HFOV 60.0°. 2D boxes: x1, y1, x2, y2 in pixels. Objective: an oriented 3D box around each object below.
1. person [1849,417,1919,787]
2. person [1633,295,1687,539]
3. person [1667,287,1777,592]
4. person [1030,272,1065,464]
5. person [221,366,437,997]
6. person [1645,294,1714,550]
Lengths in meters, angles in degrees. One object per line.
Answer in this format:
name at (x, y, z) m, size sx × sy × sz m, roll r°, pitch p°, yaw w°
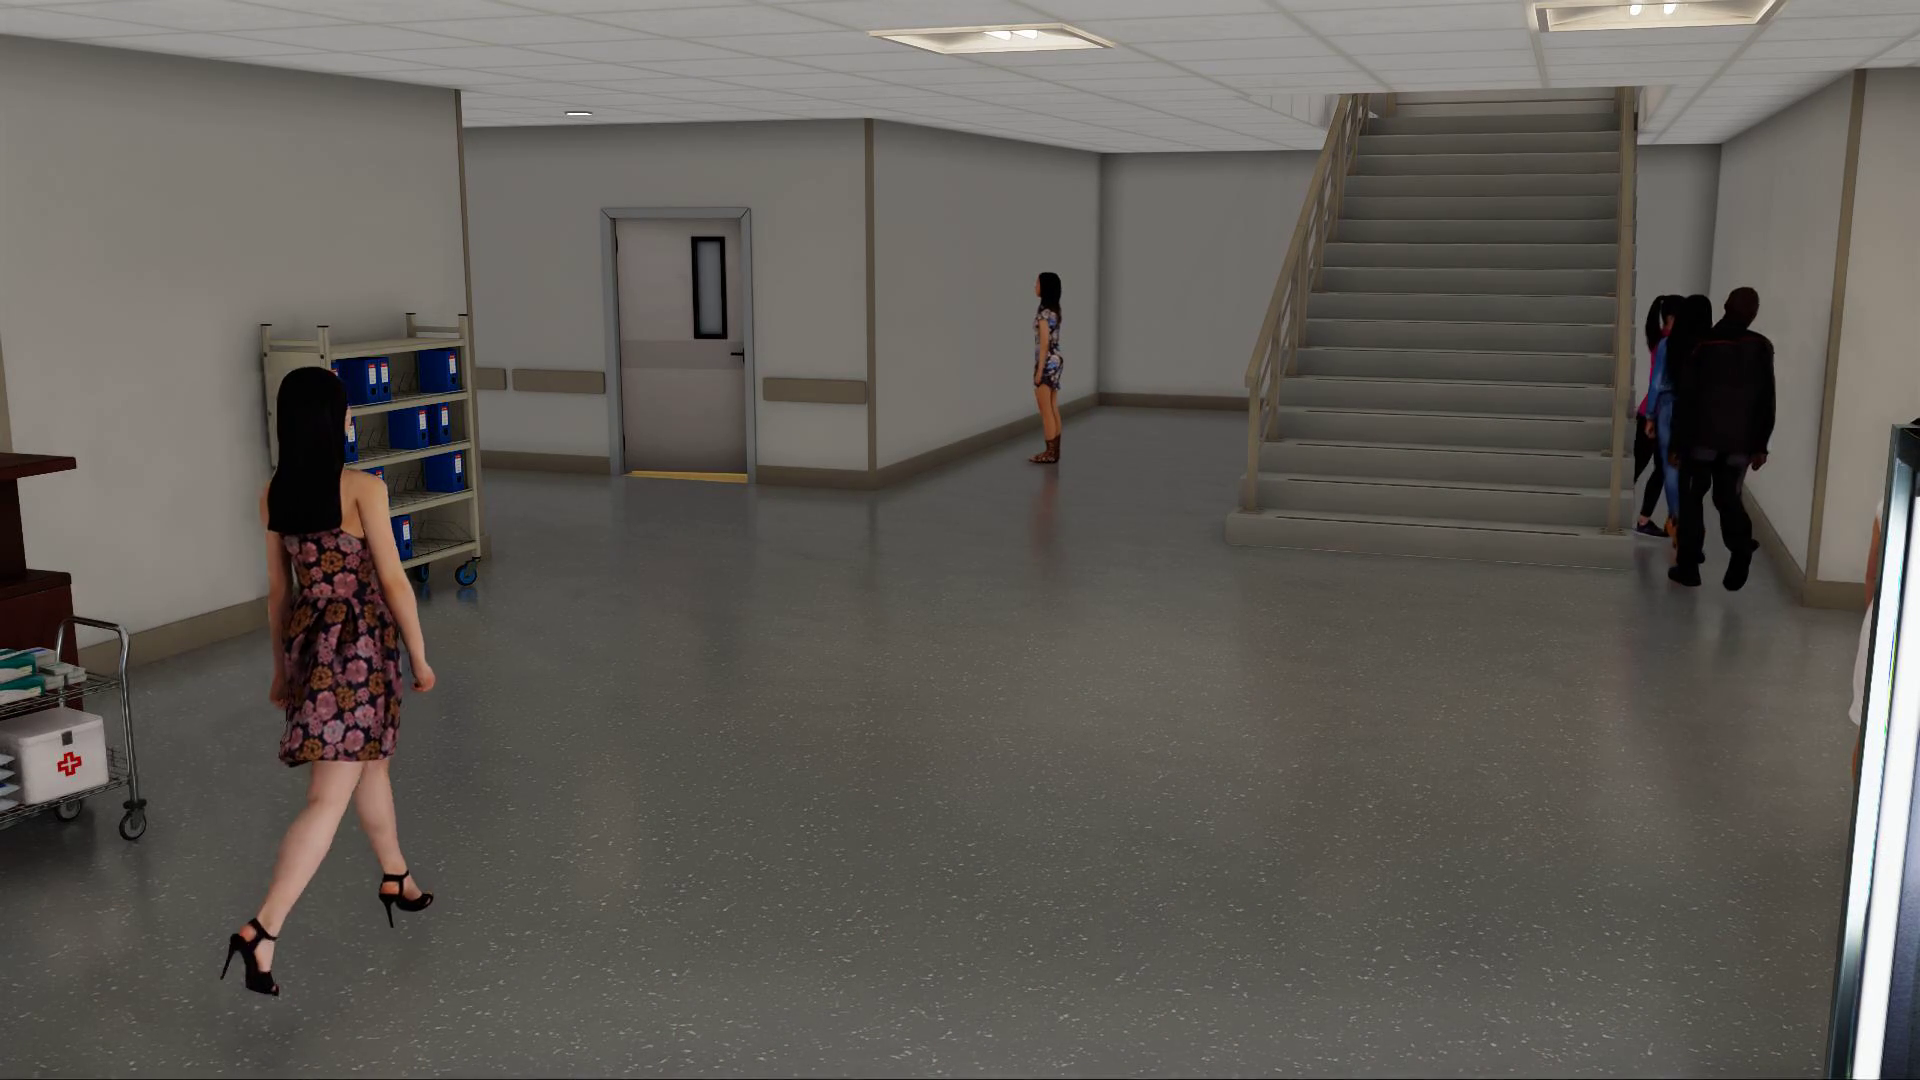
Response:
person at (3.213, 0.343, 5.591) m, size 0.703 × 1.555 × 0.628 m, roll -4°, pitch 11°, yaw -19°
person at (4.806, -0.842, 11.539) m, size 0.758 × 1.668 × 0.703 m, roll -1°, pitch 11°, yaw -7°
person at (4.484, -0.563, 9.743) m, size 0.886 × 1.789 × 1.097 m, roll 0°, pitch 11°, yaw 2°
person at (0.805, -1.580, 15.253) m, size 0.645 × 1.733 × 0.433 m, roll 4°, pitch 11°, yaw 19°
person at (-1.786, 0.424, 4.683) m, size 0.611 × 1.735 × 1.143 m, roll 4°, pitch 11°, yaw 20°
person at (4.805, -0.745, 11.027) m, size 0.701 × 1.668 × 1.184 m, roll 3°, pitch 11°, yaw 14°
